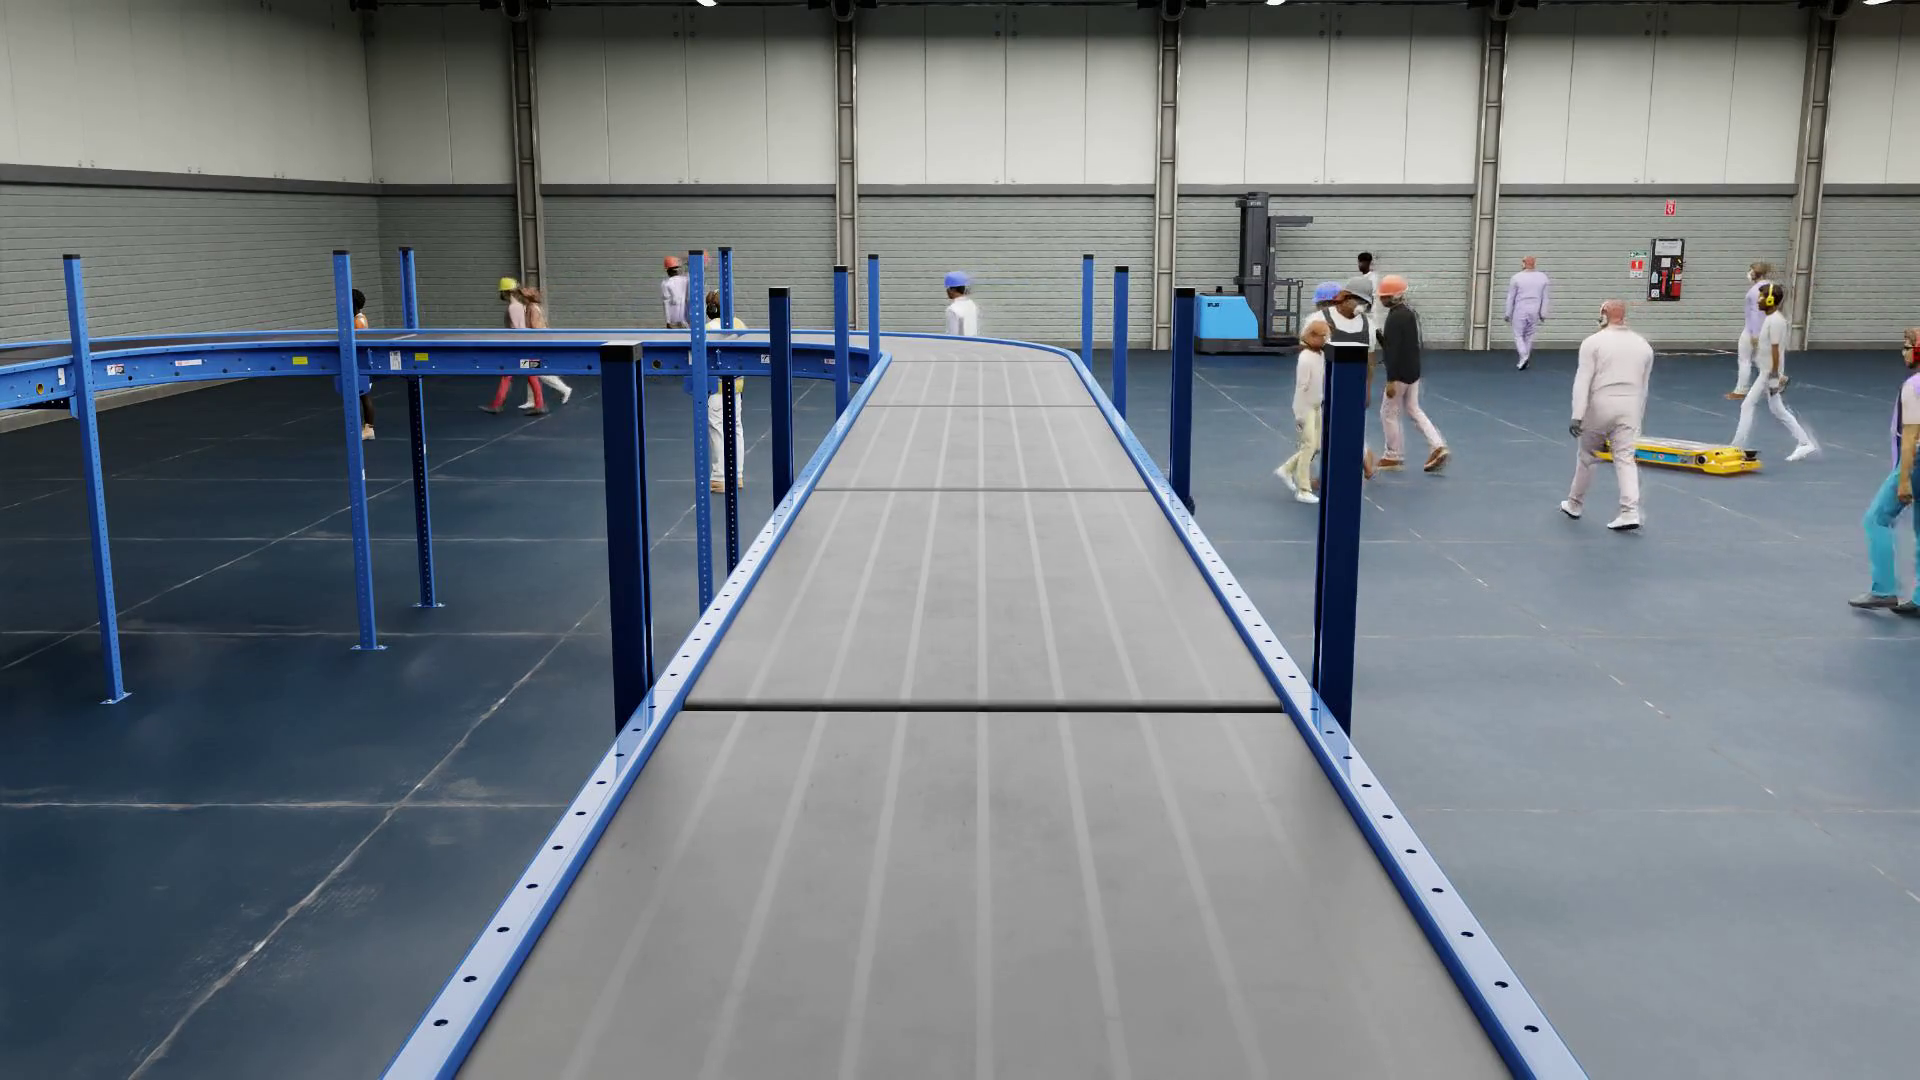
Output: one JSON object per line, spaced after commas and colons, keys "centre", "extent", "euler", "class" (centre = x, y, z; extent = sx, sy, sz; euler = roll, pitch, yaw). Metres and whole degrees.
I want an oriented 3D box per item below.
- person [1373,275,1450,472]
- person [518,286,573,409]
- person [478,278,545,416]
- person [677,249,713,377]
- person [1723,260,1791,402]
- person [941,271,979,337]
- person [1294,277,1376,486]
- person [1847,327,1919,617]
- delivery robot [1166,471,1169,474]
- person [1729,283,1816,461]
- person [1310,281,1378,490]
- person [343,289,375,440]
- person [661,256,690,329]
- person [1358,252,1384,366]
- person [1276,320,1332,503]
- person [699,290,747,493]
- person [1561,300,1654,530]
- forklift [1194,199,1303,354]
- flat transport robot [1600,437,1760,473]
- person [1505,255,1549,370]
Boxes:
{"centre": [4.448, -1.620, 16.322], "extent": [0.815, 1.942, 0.713], "euler": [6, 13, 29], "class": "person"}
{"centre": [-5.459, -2.522, 21.786], "extent": [0.647, 1.617, 0.532], "euler": [-5, 12, -24], "class": "person"}
{"centre": [-5.688, -2.431, 21.025], "extent": [0.858, 1.720, 0.520], "euler": [0, 11, 2], "class": "person"}
{"centre": [-4.079, -3.384, 25.197], "extent": [0.719, 2.022, 0.606], "euler": [2, 11, 8], "class": "person"}
{"centre": [10.892, -2.840, 22.630], "extent": [0.737, 1.924, 0.638], "euler": [10, 15, 41], "class": "person"}
{"centre": [-0.007, -2.068, 18.737], "extent": [0.965, 1.907, 0.614], "euler": [8, 14, 36], "class": "person"}
{"centre": [3.369, -1.378, 14.920], "extent": [0.753, 2.000, 0.628], "euler": [-2, 11, -11], "class": "person"}
{"centre": [5.979, -0.435, 10.512], "extent": [0.580, 1.817, 0.649], "euler": [-7, 13, -32], "class": "person"}
{"centre": [1.517, -0.579, 13.730], "extent": [0.698, 0.223, 0.335], "euler": [-3, 11, -15], "class": "delivery robot"}
{"centre": [8.397, -1.730, 17.175], "extent": [0.956, 1.832, 0.541], "euler": [6, 12, 27], "class": "person"}
{"centre": [3.591, -1.437, 15.427], "extent": [0.748, 1.922, 0.625], "euler": [-2, 11, -9], "class": "person"}
{"centre": [-6.802, -1.987, 18.827], "extent": [0.318, 1.697, 0.535], "euler": [-4, 12, -20], "class": "person"}
{"centre": [-4.468, -3.565, 26.462], "extent": [0.556, 1.888, 1.022], "euler": [-6, 12, -28], "class": "person"}
{"centre": [6.925, -3.906, 28.138], "extent": [1.033, 1.920, 0.612], "euler": [-2, 11, -9], "class": "person"}
{"centre": [3.045, -1.146, 14.705], "extent": [0.467, 1.616, 0.511], "euler": [8, 13, 34], "class": "person"}
{"centre": [-2.205, -1.373, 15.296], "extent": [0.429, 1.843, 0.631], "euler": [6, 12, 26], "class": "person"}
{"centre": [5.273, -1.021, 13.539], "extent": [0.700, 1.832, 1.016], "euler": [-1, 11, -5], "class": "person"}
{"centre": [5.313, -4.851, 30.603], "extent": [1.873, 2.768, 1.129], "euler": [0, 11, 1], "class": "forklift"}
{"centre": [7.286, -0.882, 16.931], "extent": [0.652, 0.197, 1.431], "euler": [-8, 14, -36], "class": "flat transport robot"}
{"centre": [9.318, -3.747, 27.388], "extent": [0.667, 1.886, 0.747], "euler": [-1, 11, -4], "class": "person"}
